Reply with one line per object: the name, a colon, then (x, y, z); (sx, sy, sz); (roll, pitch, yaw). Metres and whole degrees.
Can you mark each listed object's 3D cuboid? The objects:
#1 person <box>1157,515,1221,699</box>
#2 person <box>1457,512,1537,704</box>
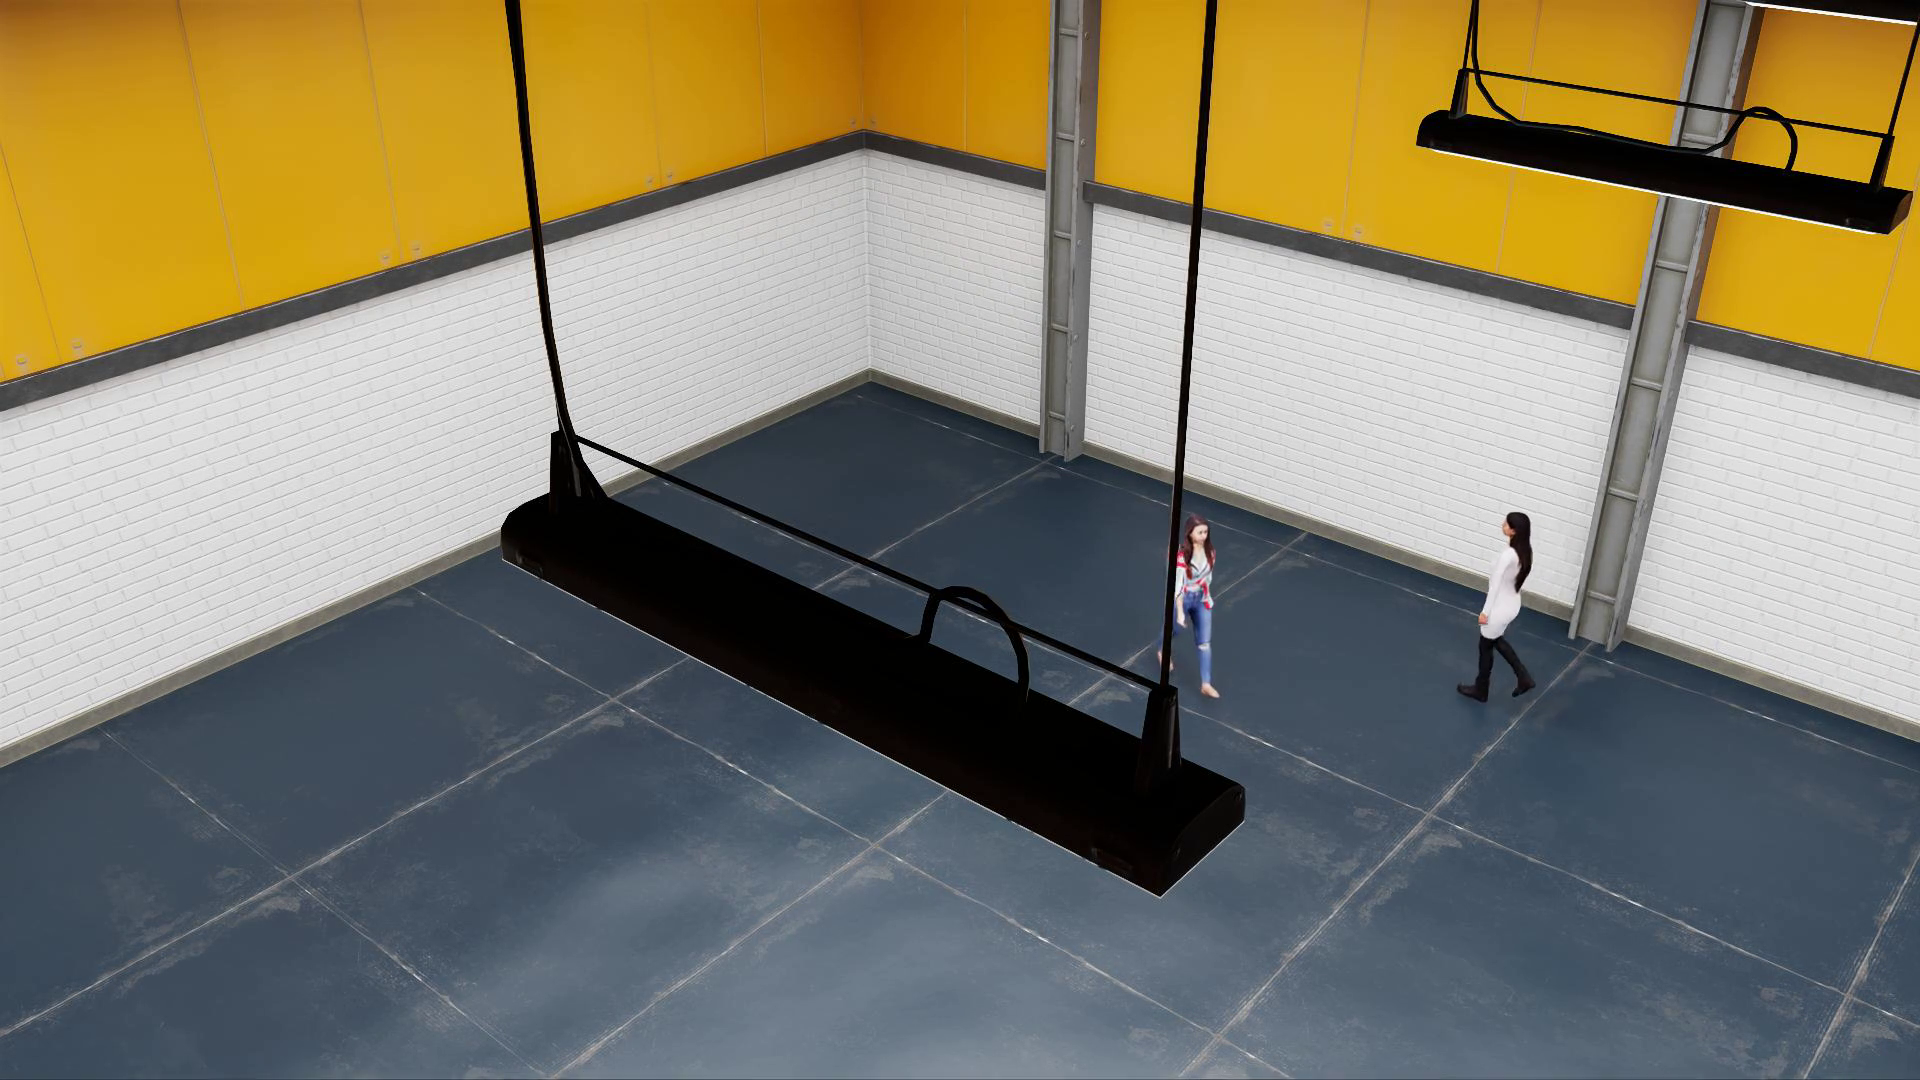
person: (1.873, 0.497, 13.997); (0.949, 1.570, 1.167); (-10, 30, -18)
person: (4.496, 0.603, 13.568); (0.827, 1.794, 0.598); (21, 35, 34)
